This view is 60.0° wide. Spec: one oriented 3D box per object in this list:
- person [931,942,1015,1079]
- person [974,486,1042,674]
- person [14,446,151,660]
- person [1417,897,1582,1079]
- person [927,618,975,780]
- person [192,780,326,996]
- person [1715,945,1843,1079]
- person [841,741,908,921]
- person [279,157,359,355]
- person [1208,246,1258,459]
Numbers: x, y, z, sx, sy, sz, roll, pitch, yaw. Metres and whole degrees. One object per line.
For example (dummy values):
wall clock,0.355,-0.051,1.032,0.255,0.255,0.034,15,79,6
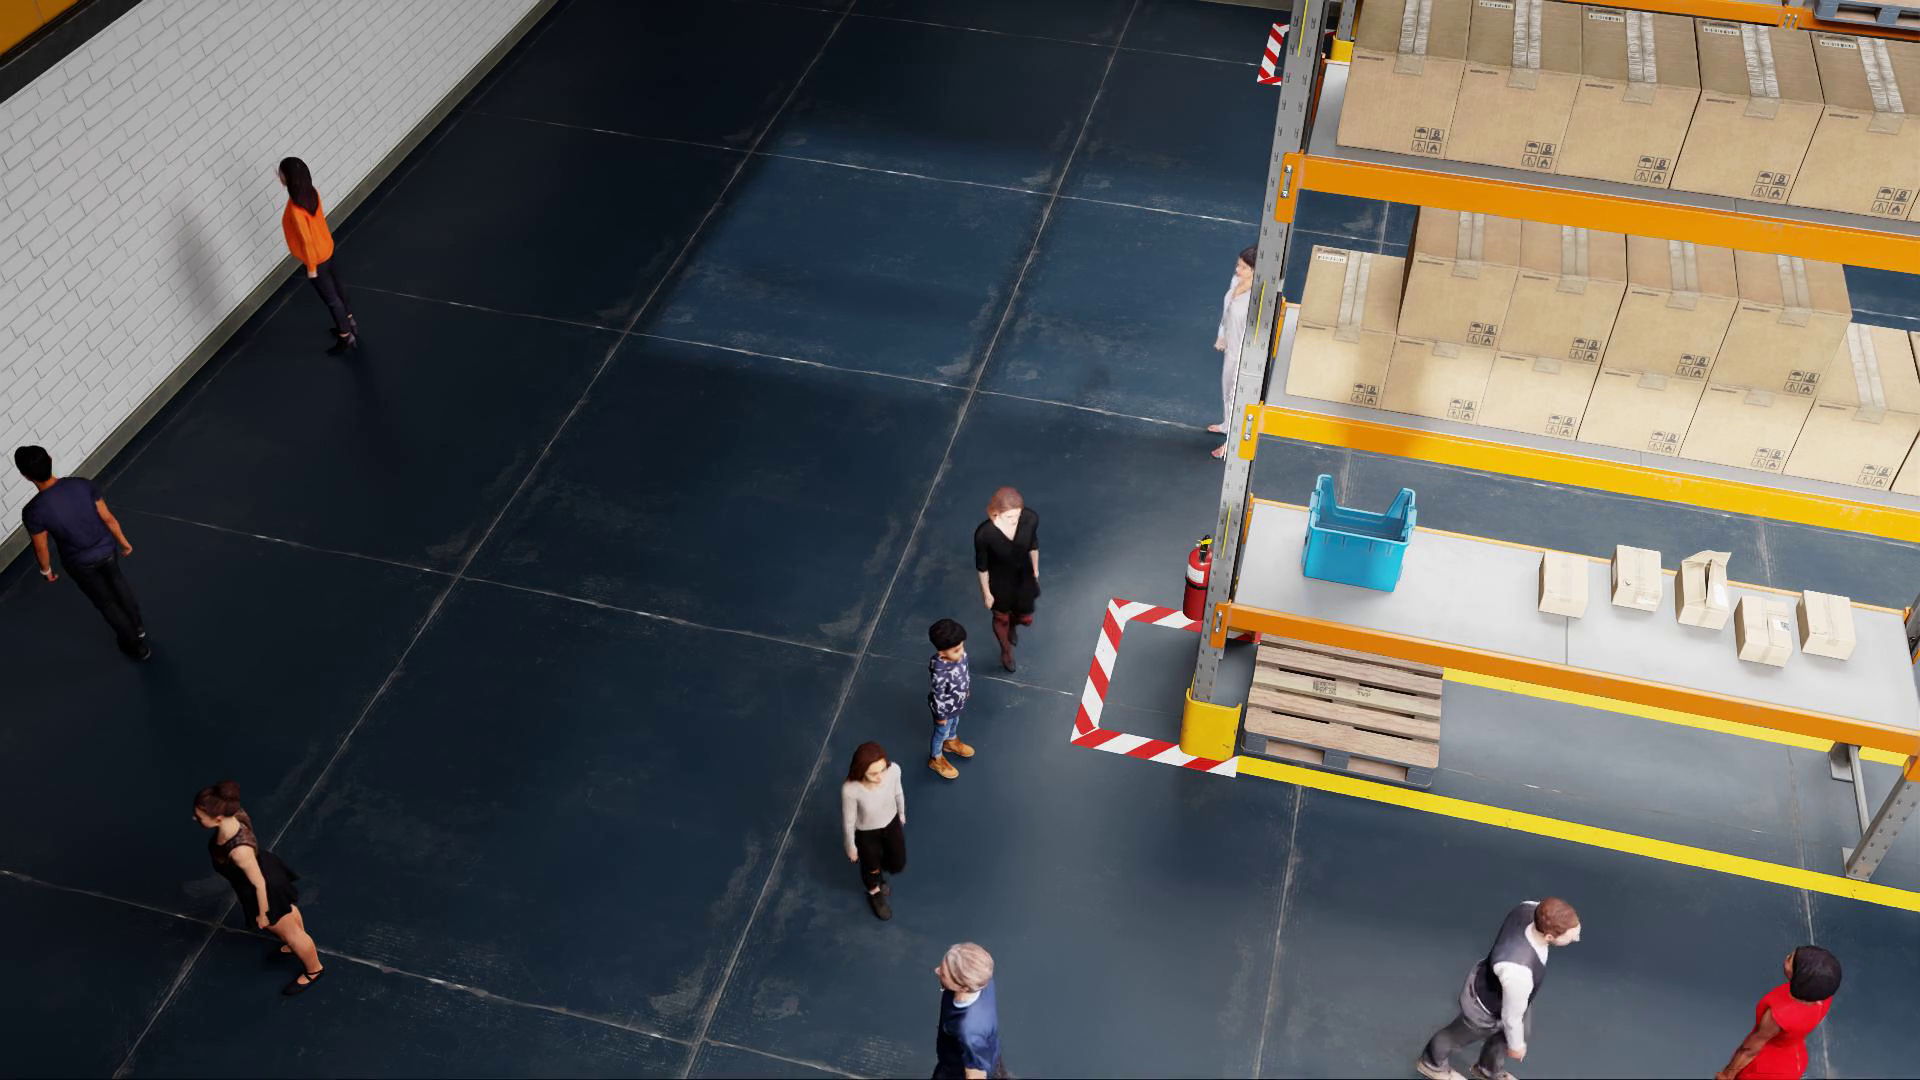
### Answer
person,0.133,2.548,8.104,1.268,1.812,0.848,2,44,2
person,0.260,0.200,10.660,0.768,1.686,0.834,-18,46,-18
person,-5.547,0.130,10.667,0.803,1.778,0.792,28,50,26
person,2.596,2.245,8.349,0.904,1.913,0.829,23,48,22
person,-0.075,0.953,10.187,0.538,1.248,0.536,23,48,22
person,-3.765,1.852,8.935,0.740,1.674,0.678,-22,48,-22
person,3.997,2.616,8.095,0.845,1.726,0.916,-28,50,-26
person,-0.511,1.572,9.373,0.679,1.475,0.735,-23,48,-23
person,-5.093,-2.273,13.210,0.672,1.748,0.690,-4,44,-4
person,2.095,-1.419,12.299,0.744,1.769,0.718,-9,44,-10
